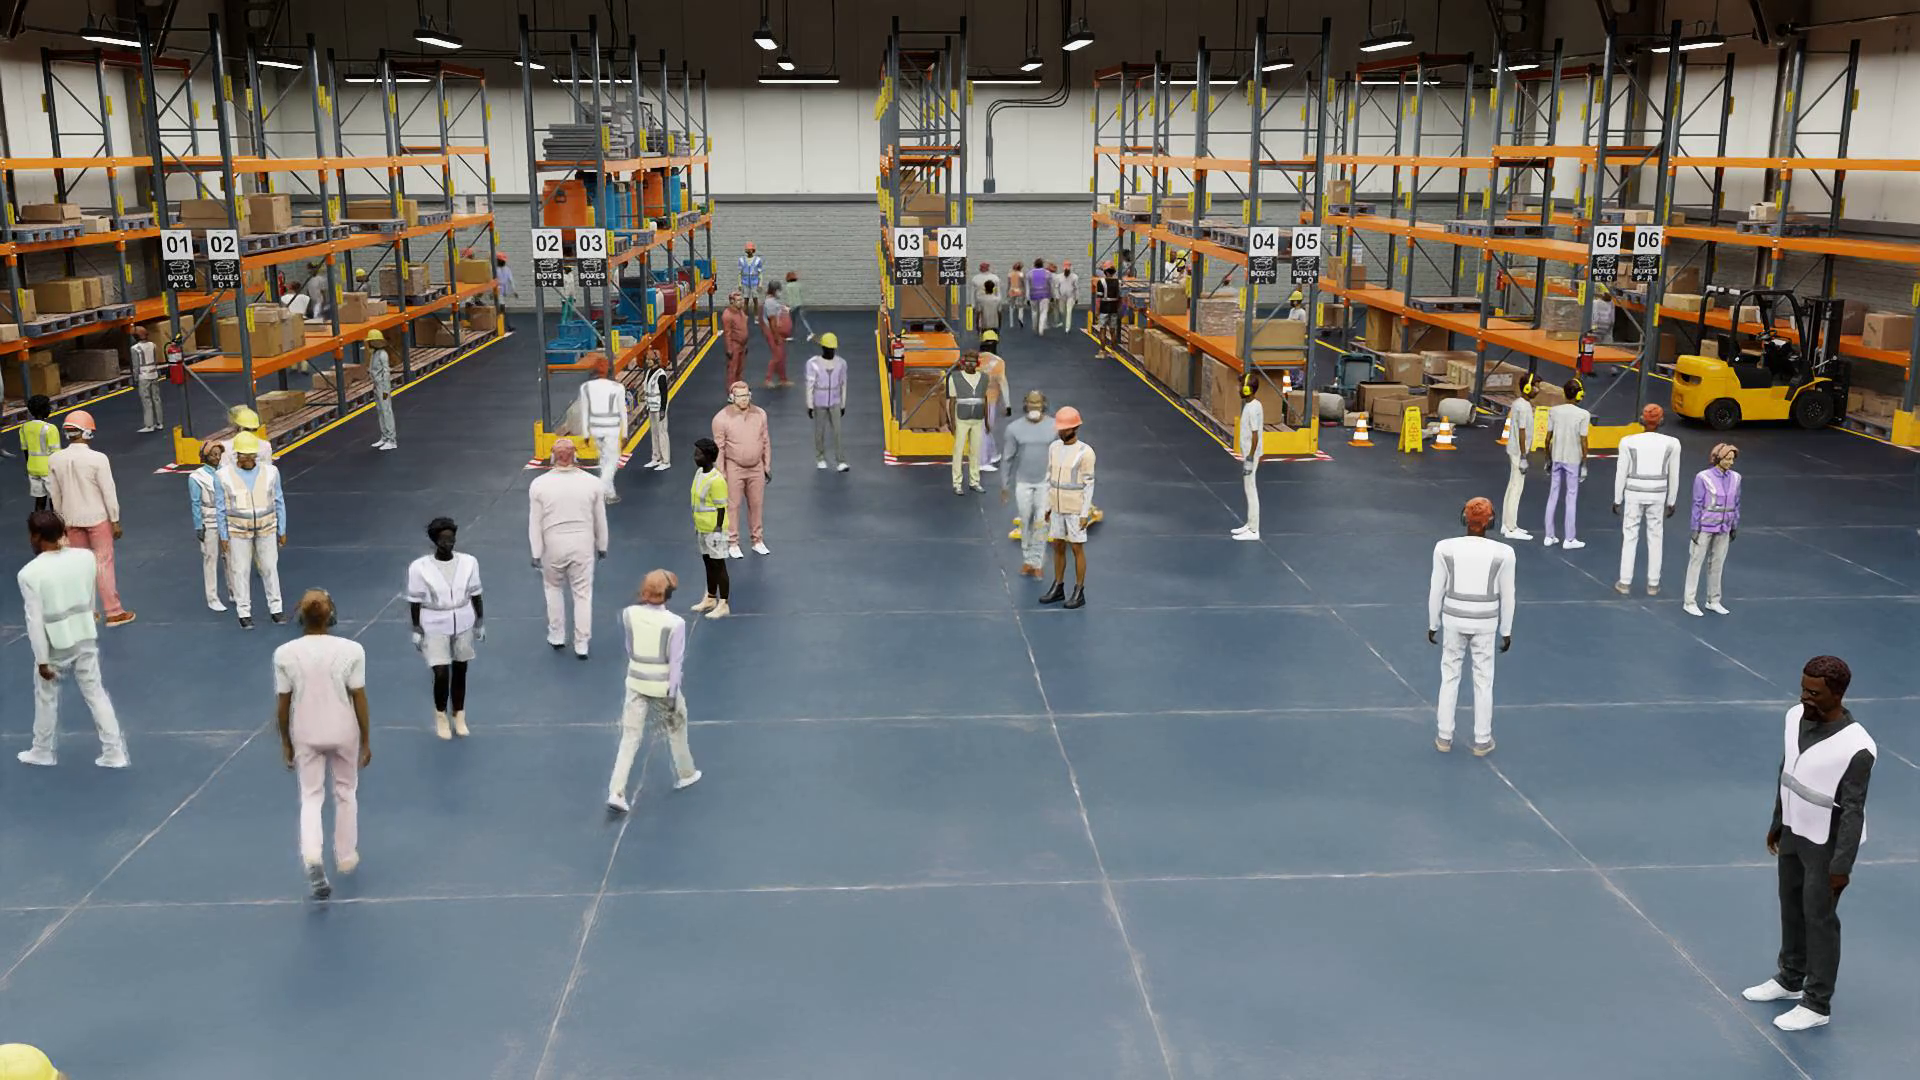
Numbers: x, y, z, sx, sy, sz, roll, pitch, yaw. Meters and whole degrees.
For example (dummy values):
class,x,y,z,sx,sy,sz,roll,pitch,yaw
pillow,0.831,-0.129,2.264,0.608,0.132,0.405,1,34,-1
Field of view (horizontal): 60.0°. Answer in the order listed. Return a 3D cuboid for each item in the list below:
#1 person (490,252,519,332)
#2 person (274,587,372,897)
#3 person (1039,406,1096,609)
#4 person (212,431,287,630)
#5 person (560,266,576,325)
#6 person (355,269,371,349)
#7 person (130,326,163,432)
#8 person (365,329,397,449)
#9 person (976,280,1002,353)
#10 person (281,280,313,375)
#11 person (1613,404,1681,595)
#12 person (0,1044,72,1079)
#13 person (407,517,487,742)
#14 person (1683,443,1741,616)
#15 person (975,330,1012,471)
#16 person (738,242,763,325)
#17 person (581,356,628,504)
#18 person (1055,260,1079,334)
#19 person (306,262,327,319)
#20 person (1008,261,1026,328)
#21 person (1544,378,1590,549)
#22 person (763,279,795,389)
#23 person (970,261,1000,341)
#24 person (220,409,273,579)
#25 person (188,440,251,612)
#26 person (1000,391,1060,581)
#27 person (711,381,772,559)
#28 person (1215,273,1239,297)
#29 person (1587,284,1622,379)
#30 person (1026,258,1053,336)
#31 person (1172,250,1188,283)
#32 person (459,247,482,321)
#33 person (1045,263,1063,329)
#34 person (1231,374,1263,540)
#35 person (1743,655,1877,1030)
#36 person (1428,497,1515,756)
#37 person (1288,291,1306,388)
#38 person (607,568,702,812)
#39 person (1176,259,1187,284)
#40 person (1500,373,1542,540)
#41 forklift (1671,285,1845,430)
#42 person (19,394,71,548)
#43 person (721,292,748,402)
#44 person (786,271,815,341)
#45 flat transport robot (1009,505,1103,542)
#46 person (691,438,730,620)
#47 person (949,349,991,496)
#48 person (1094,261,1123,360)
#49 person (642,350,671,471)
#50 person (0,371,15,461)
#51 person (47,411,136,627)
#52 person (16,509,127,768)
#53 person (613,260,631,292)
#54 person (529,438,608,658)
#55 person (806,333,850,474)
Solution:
class,x,y,z,sx,sy,sz,roll,pitch,yaw
person,-10.840,-5.891,39.559,0.993,1.874,0.578,9,16,33
person,-3.717,1.180,9.735,0.513,1.824,0.754,-3,14,-13
person,1.016,-0.314,15.821,0.544,1.938,0.356,12,18,41
person,-6.437,-0.093,15.129,0.593,1.824,0.403,-8,16,-31
person,-9.151,-5.666,38.883,0.342,1.756,0.518,4,14,18
person,-12.961,-5.023,36.202,0.305,1.736,0.484,0,13,2
person,-12.538,-2.476,25.622,0.308,1.638,0.511,3,14,11
person,-8.439,-2.192,24.189,0.306,1.743,0.494,-10,16,-35
person,0.548,-4.059,31.867,0.509,1.852,0.451,0,13,-2
person,-12.805,-4.108,32.180,0.581,1.800,0.757,-8,16,-31
person,6.709,-0.398,16.288,0.584,1.882,0.337,3,14,14
person,-2.768,2.325,5.074,0.310,1.735,0.484,-5,14,-21
person,-3.735,0.660,12.215,0.552,1.682,0.435,-10,17,-37
person,7.047,-0.098,15.564,0.515,1.634,0.312,-4,14,-16
person,0.467,-1.908,22.702,0.814,1.873,0.676,-11,17,-39
person,-5.177,-6.337,41.099,0.607,2.048,0.365,1,13,3
person,-4.329,-1.297,20.169,0.572,1.862,0.741,3,14,13
person,2.538,-5.766,39.349,0.573,1.732,0.687,4,14,16
person,-14.337,-5.281,37.125,0.534,1.835,0.909,7,15,27
person,1.354,-5.948,40.354,0.516,1.626,0.454,5,14,22
person,6.637,-0.842,18.201,0.334,1.873,0.517,-11,17,-38
person,-3.293,-3.775,30.258,0.535,2.000,0.790,1,13,4
person,0.547,-5.178,36.507,0.664,1.889,0.637,1,13,3
person,-7.290,-0.495,17.006,0.540,1.739,0.667,-9,16,-33
person,-7.028,-0.144,15.762,0.310,1.631,0.510,7,15,28
person,0.729,-0.546,16.855,0.668,1.919,0.537,1,13,4
person,-2.310,-0.751,17.768,0.647,1.901,0.402,-8,16,-31
person,5.652,-4.810,35.325,0.570,1.724,0.779,-1,13,-3
person,12.212,-3.926,31.411,0.628,1.793,0.857,-6,15,-24
person,1.852,-5.655,38.751,0.632,1.801,0.916,2,13,7
person,5.234,-5.920,39.591,0.385,1.925,0.592,6,15,26
person,-11.782,-6.018,39.876,0.941,1.975,0.719,-7,15,-27
person,2.222,-5.905,40.254,0.514,1.578,0.845,6,14,23
person,3.221,-0.926,18.568,0.325,1.865,0.516,2,13,10
person,4.252,1.485,8.263,0.397,1.911,0.587,-1,13,-6
person,3.673,0.620,11.977,0.585,1.882,0.337,5,14,21
person,6.104,-3.652,30.328,0.311,1.768,0.532,-5,14,-18
person,-2.059,0.988,11.048,0.508,1.591,0.890,4,14,18
person,5.169,-5.681,38.941,0.321,1.761,0.522,-1,13,-3
person,6.299,-0.946,18.655,0.327,1.865,0.521,2,13,10
forklift,12.503,-2.886,26.166,2.313,2.155,1.214,-1,13,-3
person,-9.971,-0.745,18.162,0.542,1.695,0.316,6,14,22
person,-3.841,-3.317,28.638,0.402,1.901,0.647,5,14,19
person,-3.667,-5.289,37.658,0.816,1.583,0.531,10,17,38
flat transport robot,1.110,-0.228,19.026,0.652,0.197,1.431,5,14,21
person,-2.328,-0.112,15.478,0.321,1.697,0.529,-8,15,-30
person,0.113,-1.496,21.038,0.563,1.839,0.393,-7,15,-26
person,3.062,-4.739,34.387,0.608,2.029,0.407,-7,15,-26
person,-4.127,-1.770,22.625,0.306,1.640,0.522,-9,16,-34
person,-13.558,-1.988,23.311,0.339,1.748,0.564,0,13,2
person,-7.942,-0.189,15.182,0.608,1.987,0.393,2,13,7
person,-6.298,0.698,11.663,0.867,1.883,0.595,7,15,27
person,-7.596,-5.448,37.479,0.406,1.987,0.612,-1,13,-5
person,-3.395,0.045,14.401,0.679,1.879,0.796,-5,14,-21
person,-1.772,-1.835,22.375,0.615,1.873,0.970,-5,14,-20
